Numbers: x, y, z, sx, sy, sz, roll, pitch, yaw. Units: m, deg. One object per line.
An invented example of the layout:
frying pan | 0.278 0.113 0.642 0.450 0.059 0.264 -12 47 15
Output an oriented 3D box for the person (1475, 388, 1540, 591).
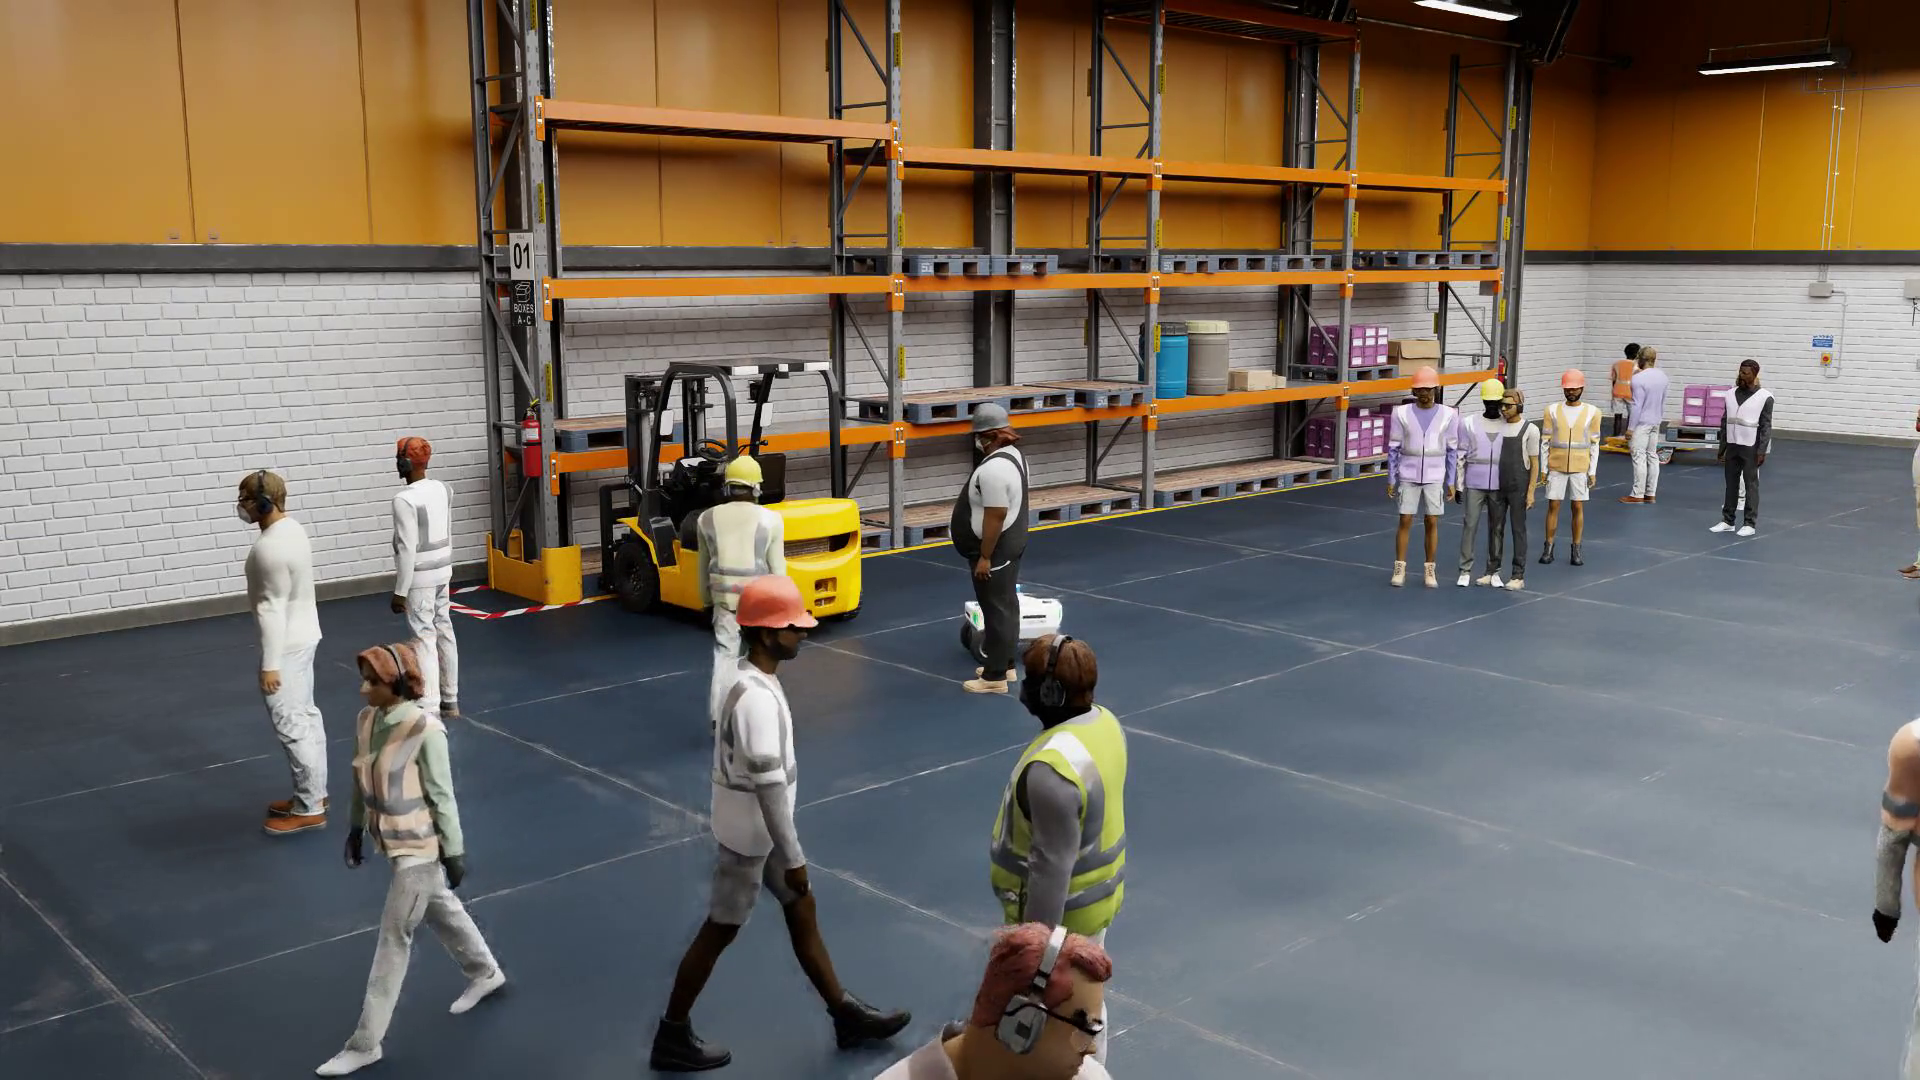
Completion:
person | 5.001 -0.463 15.161 0.330 1.844 0.520 -9 13 -43

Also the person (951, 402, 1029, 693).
person | 0.202 0.042 11.635 0.538 2.000 0.681 3 10 15

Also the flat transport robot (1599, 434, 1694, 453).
flat transport robot | 10.656 -1.498 25.825 1.431 0.197 0.652 -5 11 -28

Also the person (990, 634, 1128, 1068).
person | 0.311 1.207 5.399 0.429 1.844 0.624 3 10 19

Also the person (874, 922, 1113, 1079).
person | -0.048 1.599 3.032 0.802 1.870 0.444 -5 11 -27

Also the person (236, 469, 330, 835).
person | -3.580 0.584 8.807 0.371 1.930 0.624 -2 10 -13

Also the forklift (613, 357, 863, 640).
forklift | -1.847 -0.414 13.852 1.214 2.155 2.313 -9 13 -42

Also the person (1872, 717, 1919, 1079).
person | 3.337 1.191 5.423 0.590 1.874 0.777 1 10 4

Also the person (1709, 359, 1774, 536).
person | 8.557 -1.012 18.154 0.392 1.922 0.590 -5 11 -28

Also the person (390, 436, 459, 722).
person | -3.481 0.269 10.777 0.353 1.880 0.573 2 10 14

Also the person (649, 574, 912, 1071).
person | -0.715 1.056 6.176 1.010 1.878 0.566 -1 10 -6

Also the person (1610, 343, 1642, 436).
person | 10.503 -2.261 26.201 0.547 1.671 0.510 7 12 34

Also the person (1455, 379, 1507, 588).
person | 4.836 -0.515 15.228 0.591 1.926 0.386 2 10 10

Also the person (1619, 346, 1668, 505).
person | 8.368 -1.395 20.346 0.638 1.937 0.357 -7 12 -34

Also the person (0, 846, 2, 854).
person | -4.884 0.804 7.870 0.633 1.809 0.834 6 11 32

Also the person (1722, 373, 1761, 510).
person | 9.416 -1.237 19.988 0.493 1.743 0.312 -5 11 -28

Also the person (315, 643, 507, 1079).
person | -2.115 1.161 6.397 0.541 1.592 0.874 9 13 41

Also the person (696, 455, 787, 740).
person | -1.383 0.360 10.522 0.602 1.797 0.931 2 10 10

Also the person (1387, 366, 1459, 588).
person | 4.221 -0.569 15.202 0.614 2.041 0.393 2 10 14

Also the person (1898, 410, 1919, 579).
person | 9.083 -0.445 15.671 0.282 1.634 0.498 5 11 28

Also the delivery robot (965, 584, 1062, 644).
delivery robot | 0.407 0.579 12.559 0.707 0.478 0.477 -2 10 -10

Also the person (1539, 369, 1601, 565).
person | 5.989 -0.715 16.366 0.547 1.938 0.359 4 10 21
